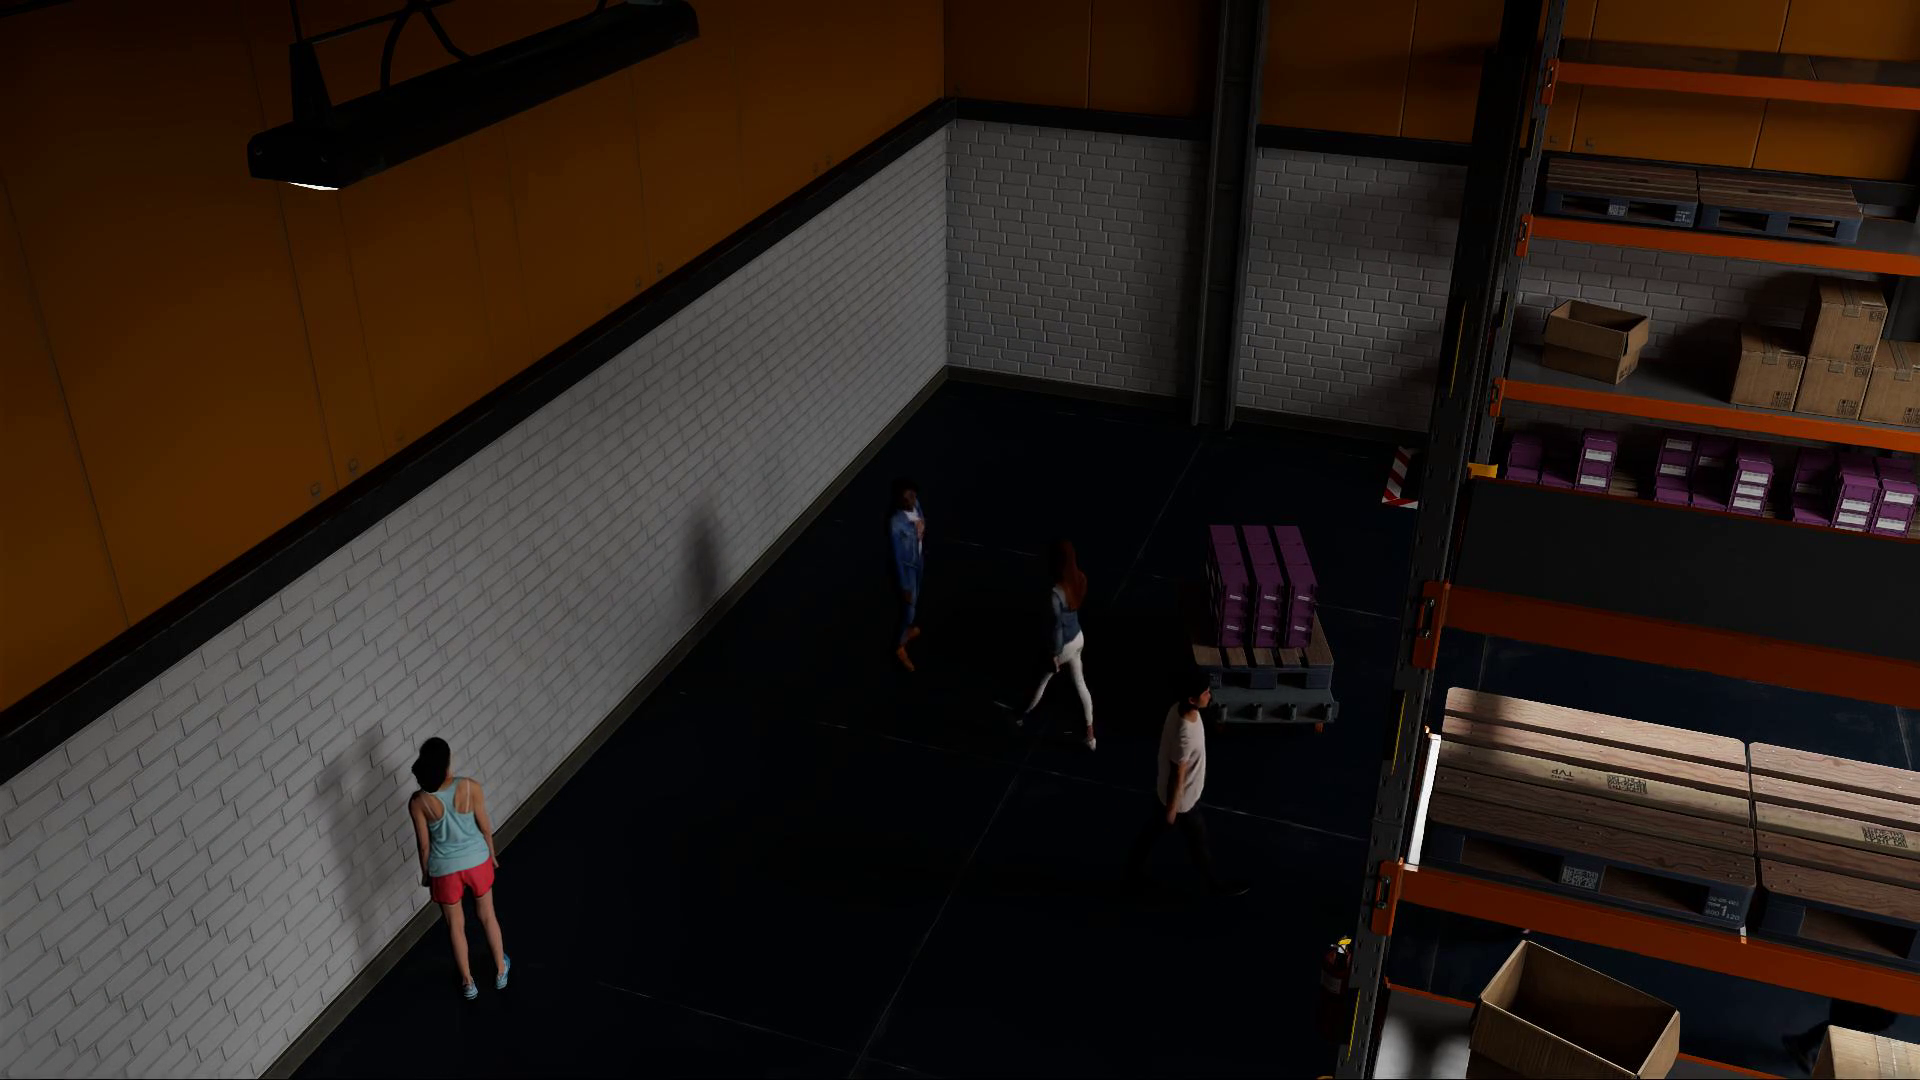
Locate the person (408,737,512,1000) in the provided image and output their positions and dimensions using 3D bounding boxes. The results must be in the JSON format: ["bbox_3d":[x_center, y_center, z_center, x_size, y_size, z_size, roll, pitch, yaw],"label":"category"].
[{"bbox_3d":[-2.898,1.887,9.620,0.674,1.764,0.735,-12,31,-22],"label":"person"}]

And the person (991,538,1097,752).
[{"bbox_3d":[0.807,0.778,11.761,1.108,1.661,0.779,17,33,28],"label":"person"}]

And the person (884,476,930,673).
[{"bbox_3d":[-0.429,0.228,12.742,0.577,1.686,0.860,2,29,4],"label":"person"}]

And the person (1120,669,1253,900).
[{"bbox_3d":[1.286,1.537,10.349,1.136,1.680,0.839,2,29,4],"label":"person"}]
